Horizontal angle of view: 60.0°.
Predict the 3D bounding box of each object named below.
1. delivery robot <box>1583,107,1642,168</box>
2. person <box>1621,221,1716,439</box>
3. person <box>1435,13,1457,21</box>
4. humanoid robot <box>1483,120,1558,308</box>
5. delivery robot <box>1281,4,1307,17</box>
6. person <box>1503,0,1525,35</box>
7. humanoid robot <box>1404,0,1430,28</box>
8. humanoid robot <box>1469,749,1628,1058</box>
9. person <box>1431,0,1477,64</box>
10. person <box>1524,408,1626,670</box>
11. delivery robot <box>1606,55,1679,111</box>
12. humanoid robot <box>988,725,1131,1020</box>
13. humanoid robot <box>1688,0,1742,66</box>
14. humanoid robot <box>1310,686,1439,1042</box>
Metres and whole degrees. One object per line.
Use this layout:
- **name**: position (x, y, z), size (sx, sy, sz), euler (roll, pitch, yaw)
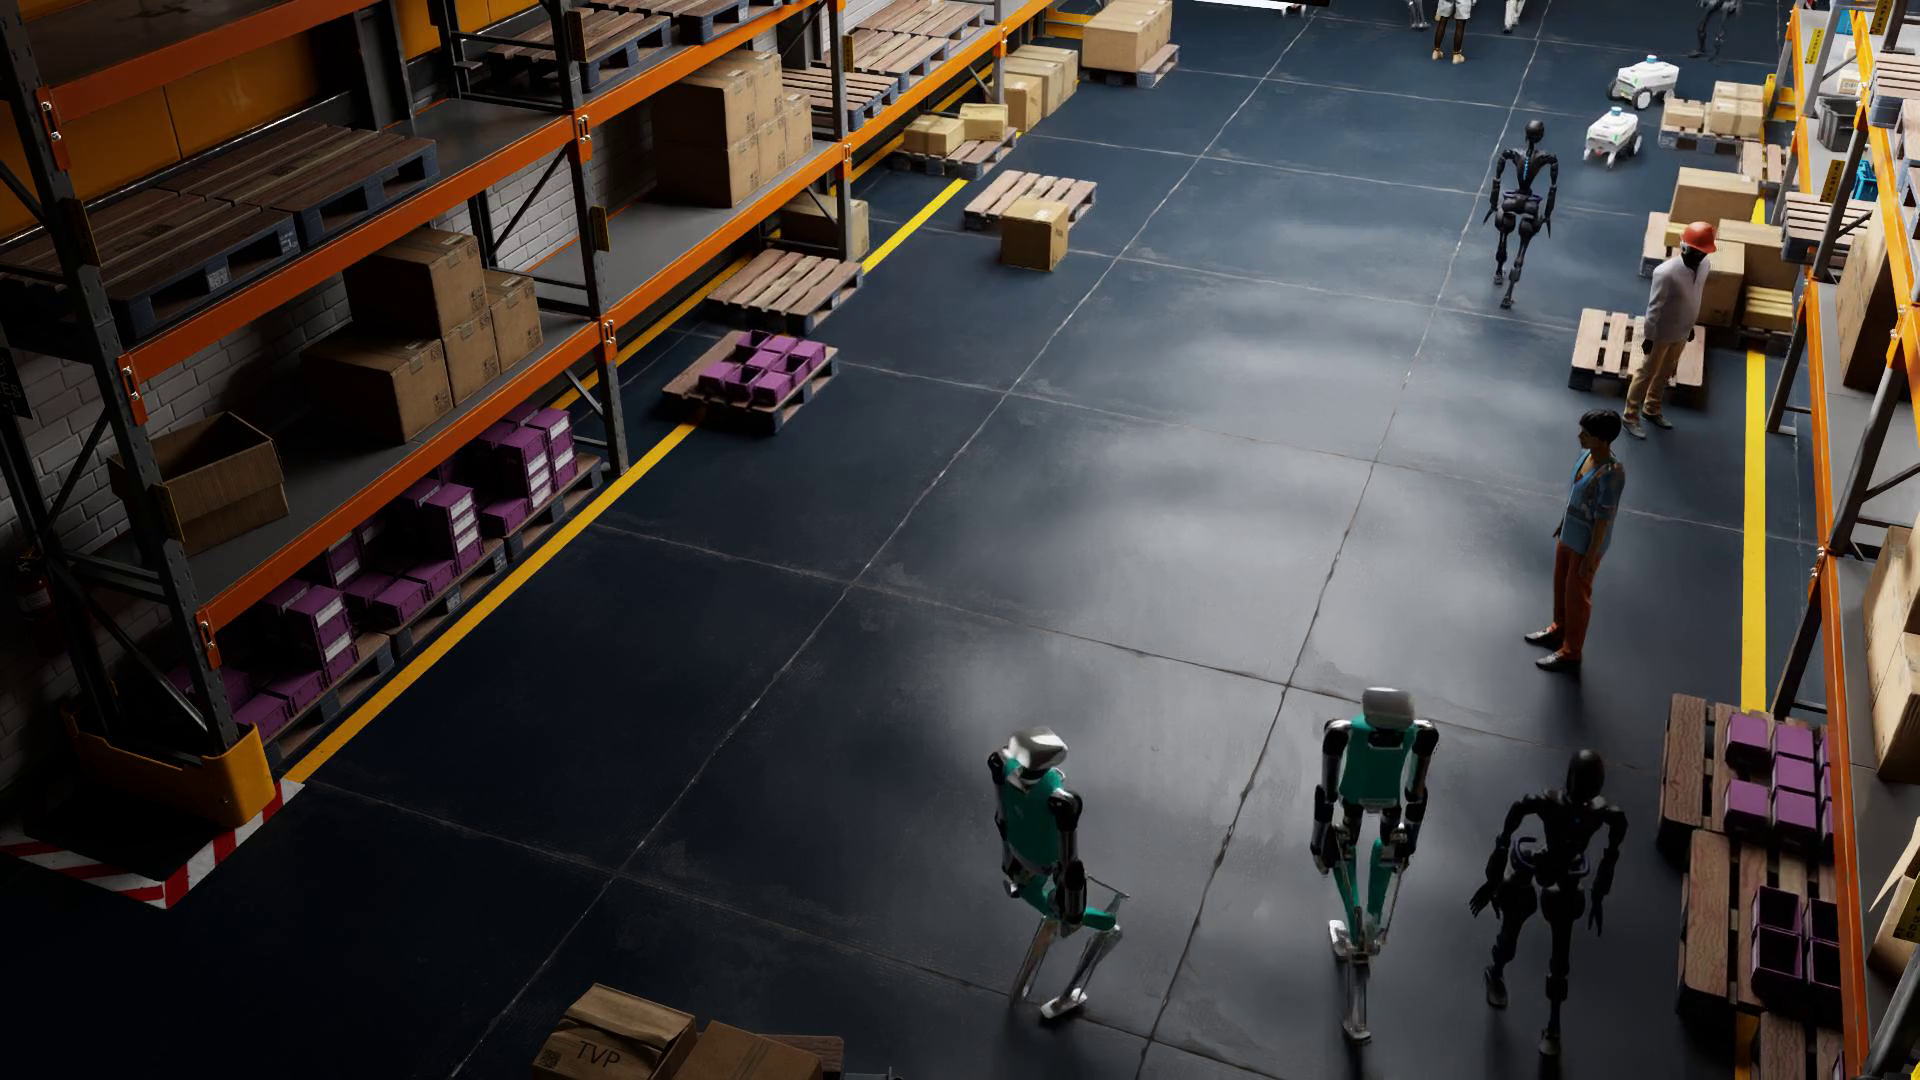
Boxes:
- **delivery robot**: position (7.132, -4.433, 18.201), size (0.499, 0.608, 0.799), euler (22, 39, 30)
- **person**: position (5.455, -1.613, 12.721), size (0.572, 1.746, 0.345), euler (-17, 37, -25)
- **person**: position (6.728, -7.887, 22.406), size (0.468, 1.778, 0.313), euler (-7, 33, -10)
- **humanoid robot**: position (5.025, -2.965, 14.921), size (0.601, 1.621, 0.778), euler (14, 35, 20)
- **delivery robot**: position (4.625, -7.616, 23.129), size (0.499, 0.611, 0.792), euler (2, 33, 3)
- **person**: position (7.449, -7.675, 22.019), size (0.505, 1.836, 1.003), euler (11, 34, 16)
- **humanoid robot**: position (6.127, -7.617, 21.986), size (0.681, 1.758, 0.543), euler (-23, 39, -31)
- **humanoid robot**: position (2.718, 1.659, 7.737), size (0.608, 1.633, 0.614), euler (4, 33, 6)
- **person**: position (6.251, -6.853, 20.890), size (0.535, 1.691, 0.318), euler (22, 39, 30)
- **person**: position (3.815, -0.013, 10.240), size (0.334, 1.758, 0.502), euler (-1, 33, -2)
- **delivery robot**: position (8.135, -5.440, 19.751), size (0.784, 0.599, 0.499), euler (-14, 35, -21)
- **humanoid robot**: position (0.510, 1.556, 7.831), size (0.676, 1.791, 0.561), euler (-24, 40, -32)
- **humanoid robot**: position (9.553, -6.787, 20.807), size (0.389, 1.647, 0.607), euler (-25, 41, -34)
- **humanoid robot**: position (1.957, 1.606, 7.805), size (0.531, 1.780, 1.026), euler (-1, 33, -2)
